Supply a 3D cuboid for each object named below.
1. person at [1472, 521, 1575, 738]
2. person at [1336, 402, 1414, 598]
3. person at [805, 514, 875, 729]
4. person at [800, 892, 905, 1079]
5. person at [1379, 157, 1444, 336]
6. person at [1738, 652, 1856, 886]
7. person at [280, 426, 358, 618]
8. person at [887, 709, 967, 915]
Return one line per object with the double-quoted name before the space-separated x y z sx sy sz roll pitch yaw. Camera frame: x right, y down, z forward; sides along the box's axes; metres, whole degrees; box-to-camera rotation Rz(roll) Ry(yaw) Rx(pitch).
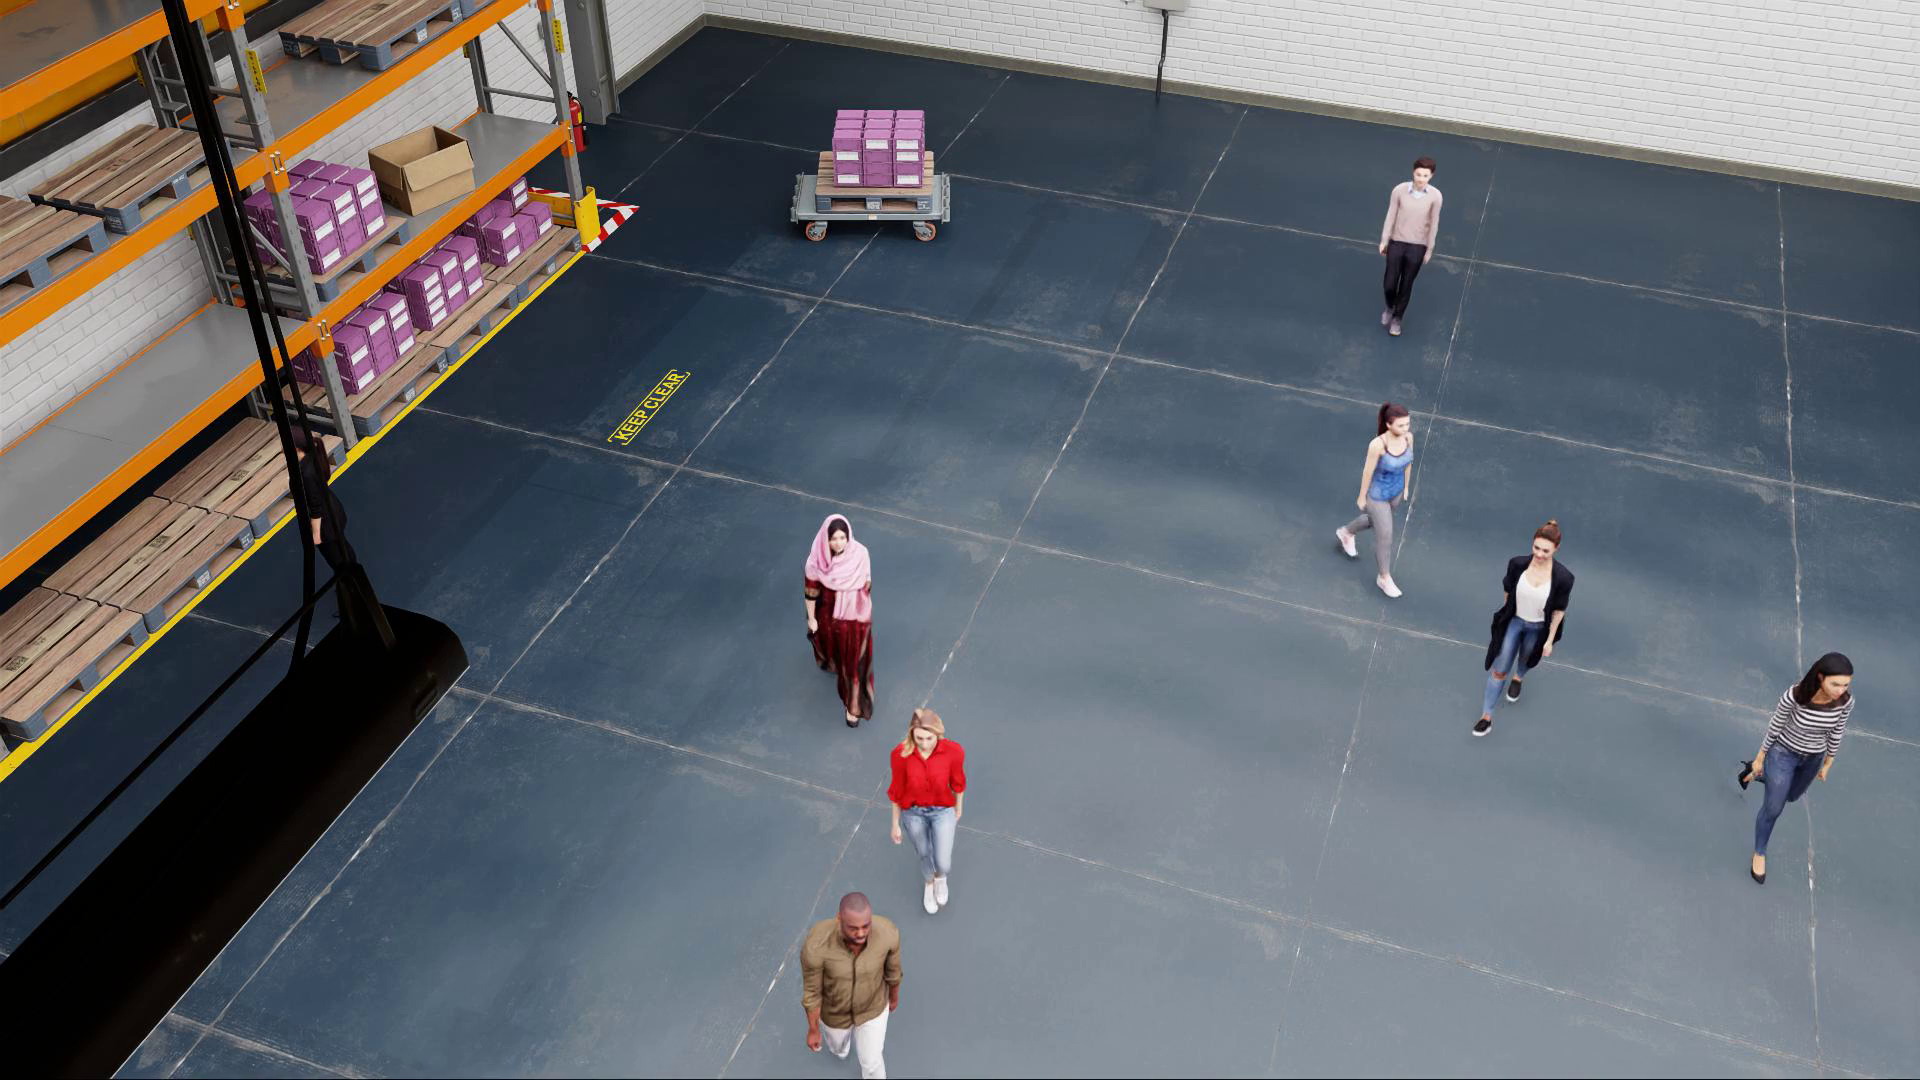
"person" 3.949 0.539 11.475 0.748 1.642 1.112 19 43 23
"person" 3.189 -0.380 12.677 1.029 1.579 1.028 -21 43 -24
"person" -0.858 0.452 11.620 0.966 1.597 1.169 -7 39 -8
"person" -0.603 2.450 8.962 1.054 1.792 1.222 -6 39 -8
"person" 4.185 -2.779 15.506 0.653 1.798 0.618 11 40 13
"person" 5.171 1.322 10.392 0.789 1.770 1.094 3 39 4
"person" -4.706 -0.156 12.330 0.751 1.662 0.651 -7 39 -8
"person" -0.198 1.594 10.115 0.701 1.691 0.688 0 39 0
